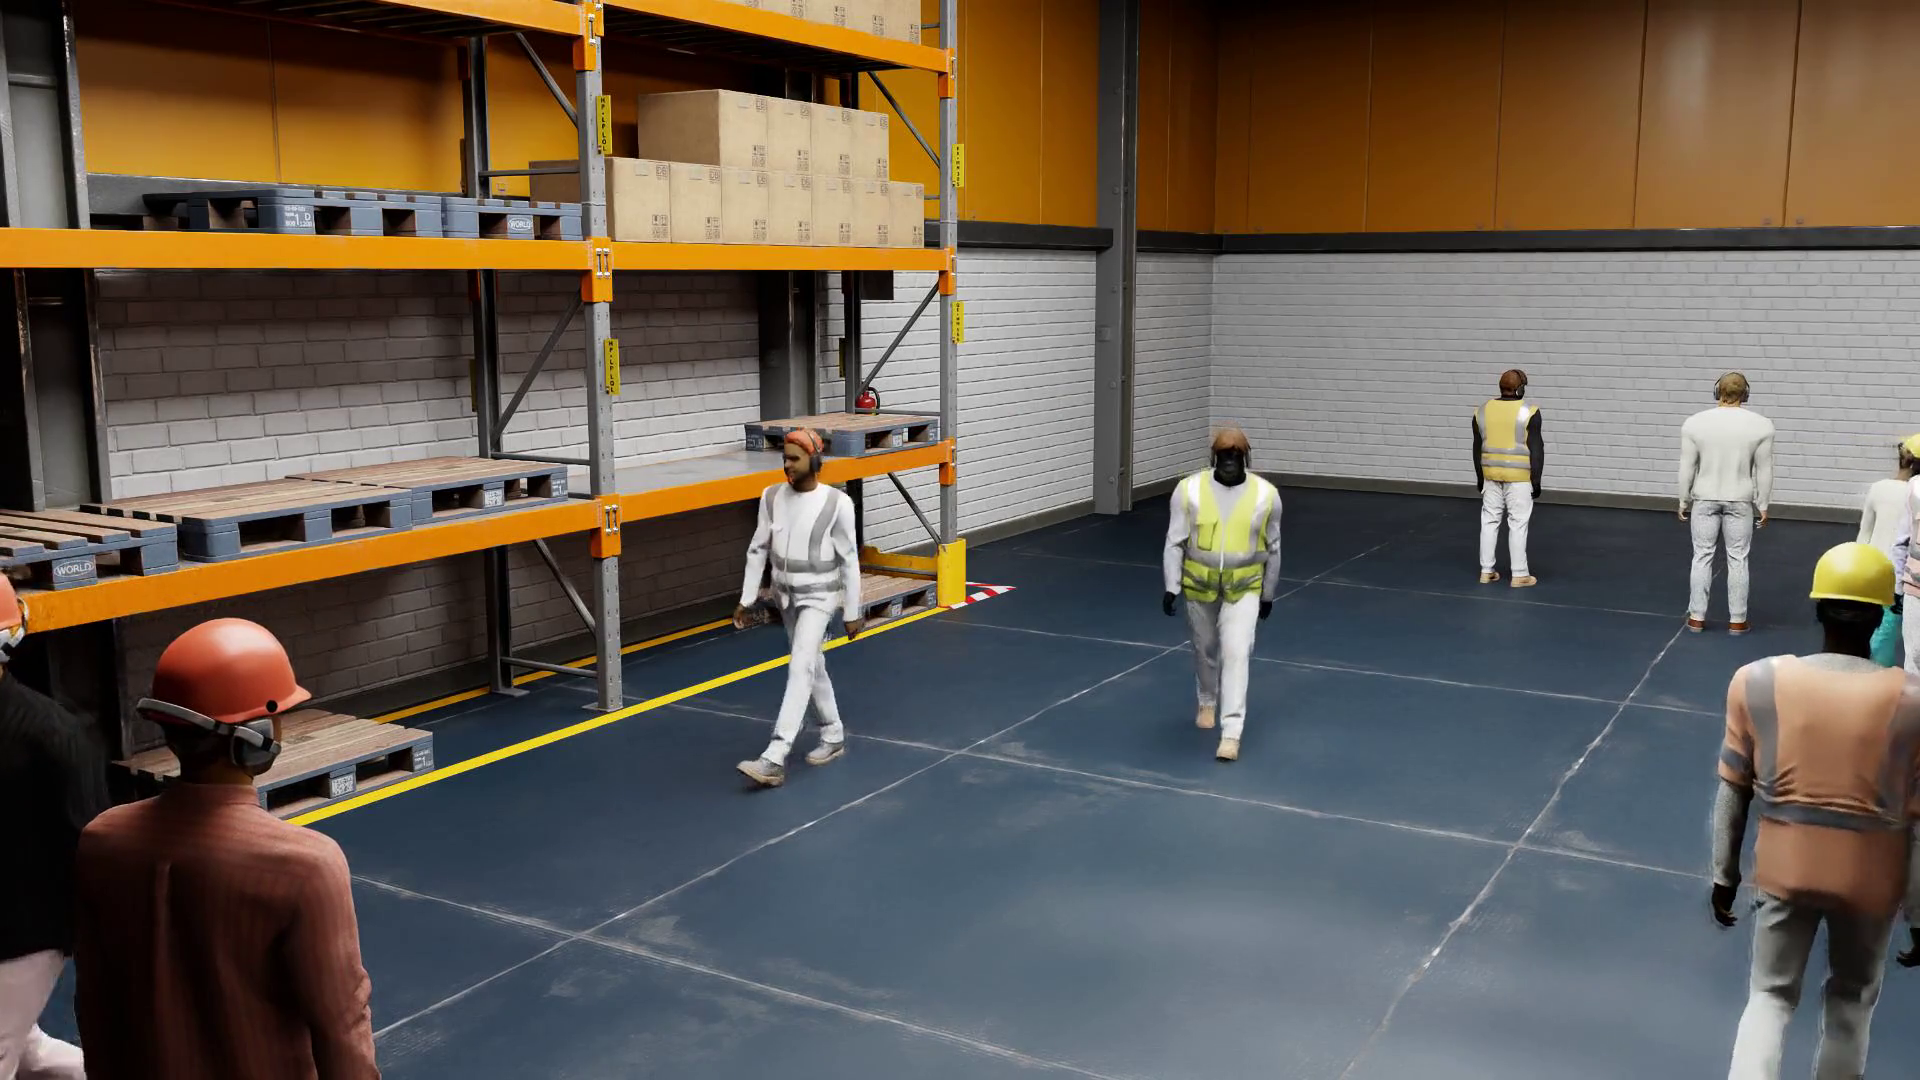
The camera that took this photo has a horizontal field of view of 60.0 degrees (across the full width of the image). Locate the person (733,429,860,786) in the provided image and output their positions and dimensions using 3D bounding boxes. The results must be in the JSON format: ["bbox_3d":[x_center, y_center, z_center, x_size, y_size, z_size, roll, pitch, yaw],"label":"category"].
[{"bbox_3d":[-0.877,0.347,8.717,0.587,1.844,0.846,6,11,35],"label":"person"}]

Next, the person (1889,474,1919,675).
[{"bbox_3d":[5.371,0.291,9.026,0.429,1.842,0.636,-8,12,-40],"label":"person"}]

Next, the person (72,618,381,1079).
[{"bbox_3d":[-1.403,1.136,3.269,0.624,1.992,0.390,3,9,15],"label":"person"}]

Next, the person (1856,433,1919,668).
[{"bbox_3d":[5.567,0.196,10.039,0.819,1.706,0.531,-1,9,-8],"label":"person"}]

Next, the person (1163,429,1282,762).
[{"bbox_3d":[1.472,0.268,9.347,0.638,1.800,0.978,2,9,12],"label":"person"}]

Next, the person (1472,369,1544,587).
[{"bbox_3d":[4.663,-0.525,14.123,0.624,1.844,0.429,9,13,44],"label":"person"}]

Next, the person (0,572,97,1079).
[{"bbox_3d":[-2.456,0.988,4.333,0.613,1.959,0.960,4,10,24],"label":"person"}]

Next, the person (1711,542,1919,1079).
[{"bbox_3d":[2.422,0.959,4.686,0.592,1.903,0.711,6,11,35],"label":"person"}]

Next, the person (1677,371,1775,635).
[{"bbox_3d":[5.609,-0.269,12.219,0.635,1.937,0.354,4,10,25],"label":"person"}]
